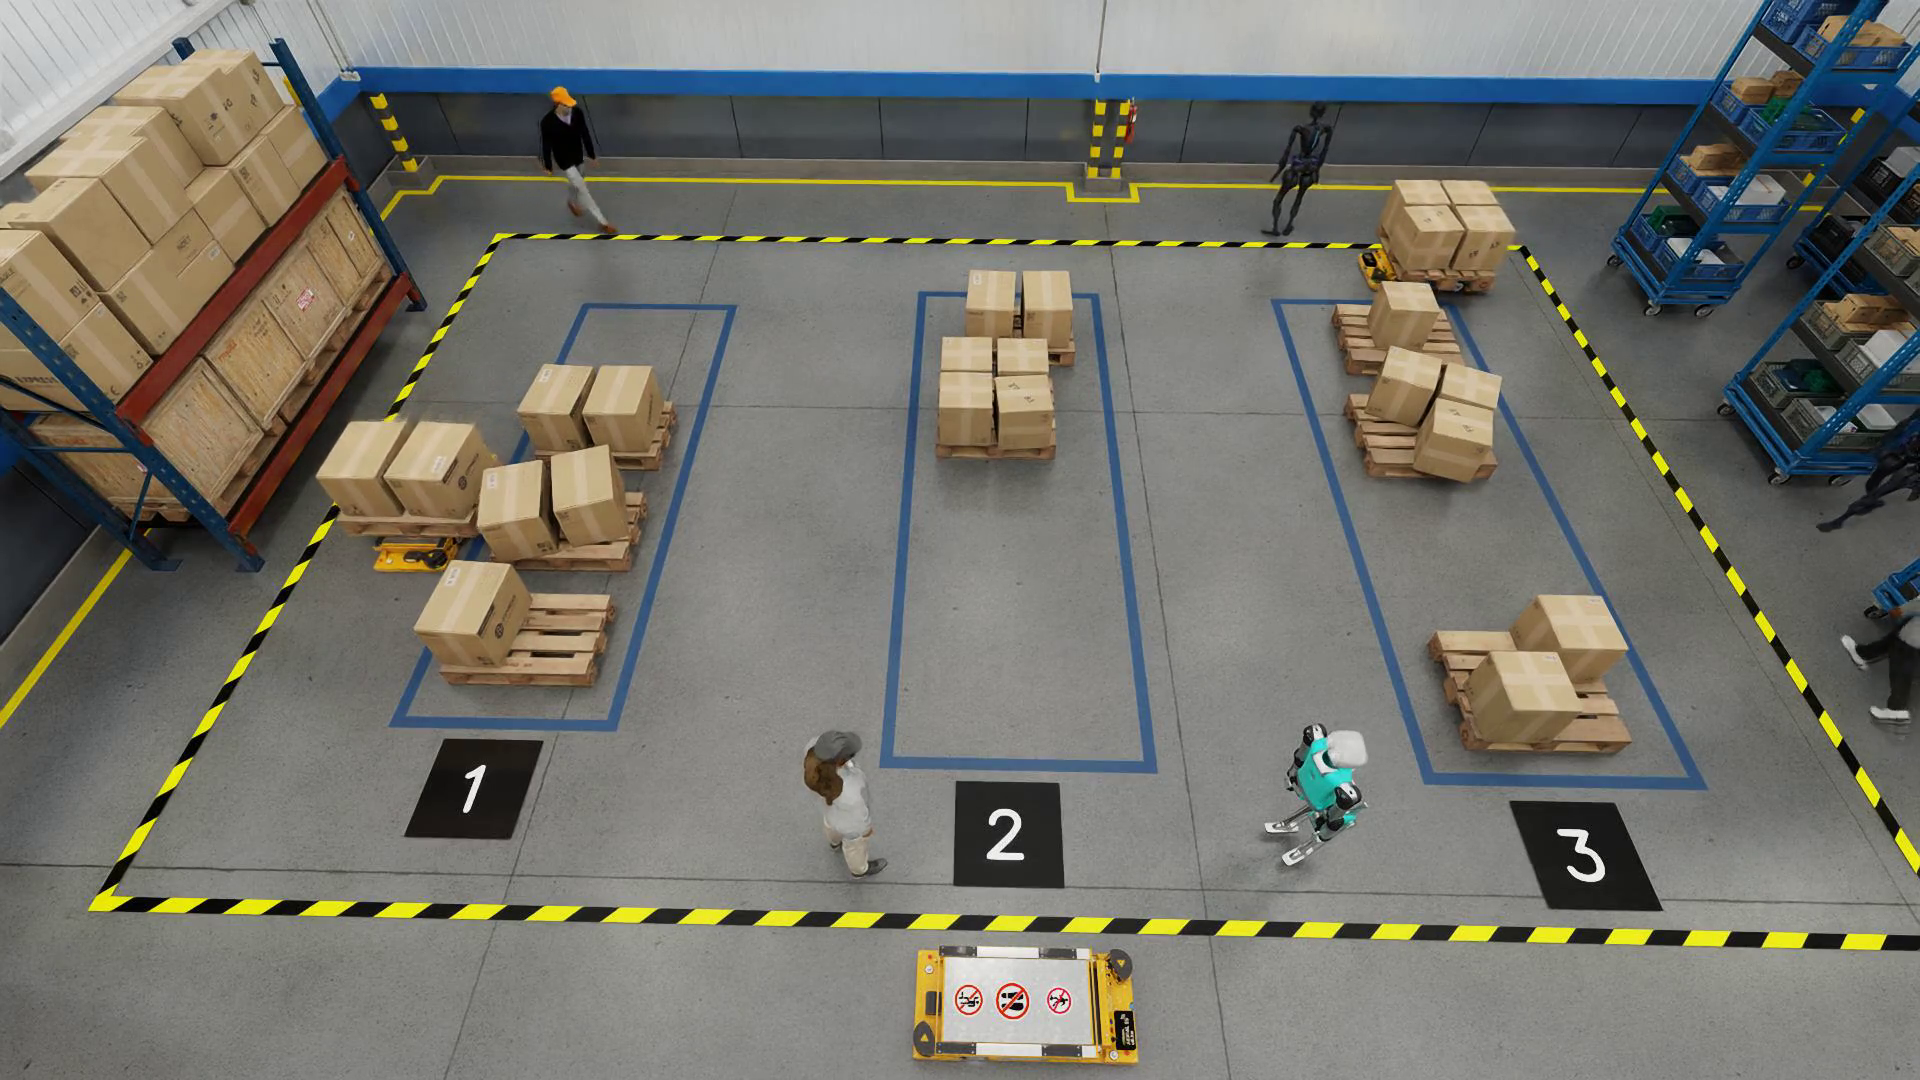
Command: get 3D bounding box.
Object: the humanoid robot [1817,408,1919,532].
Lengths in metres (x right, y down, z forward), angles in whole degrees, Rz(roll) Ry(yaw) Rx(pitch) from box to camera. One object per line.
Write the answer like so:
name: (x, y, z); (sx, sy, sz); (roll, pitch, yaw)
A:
humanoid robot: (8.512, -0.697, 8.171); (0.730, 1.636, 0.602); (-8, 51, -6)

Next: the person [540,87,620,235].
person: (-4.856, -4.737, 11.357); (0.992, 1.815, 0.616); (25, 55, 19)

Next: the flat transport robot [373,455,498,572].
flat transport robot: (-4.983, -0.313, 8.723); (0.652, 0.197, 1.431); (1, 51, 1)

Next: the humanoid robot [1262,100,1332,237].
humanoid robot: (4.184, -4.536, 11.272); (0.601, 1.643, 0.383); (-7, 51, -6)

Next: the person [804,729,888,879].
person: (-0.776, 1.753, 6.088); (0.400, 1.767, 0.571); (-30, 57, -22)

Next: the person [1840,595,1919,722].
person: (7.554, 0.643, 6.965); (0.583, 1.812, 0.872); (3, 51, 3)

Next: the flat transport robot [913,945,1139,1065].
flat transport robot: (0.422, 3.041, 6.007); (1.431, 0.231, 0.659); (1, 51, 1)

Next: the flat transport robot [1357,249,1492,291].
flat transport robot: (5.669, -3.318, 11.173); (1.431, 0.197, 0.652); (1, 51, 1)

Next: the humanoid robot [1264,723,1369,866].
humanoid robot: (2.500, 1.687, 6.079); (0.735, 1.673, 0.533); (-11, 52, -9)
